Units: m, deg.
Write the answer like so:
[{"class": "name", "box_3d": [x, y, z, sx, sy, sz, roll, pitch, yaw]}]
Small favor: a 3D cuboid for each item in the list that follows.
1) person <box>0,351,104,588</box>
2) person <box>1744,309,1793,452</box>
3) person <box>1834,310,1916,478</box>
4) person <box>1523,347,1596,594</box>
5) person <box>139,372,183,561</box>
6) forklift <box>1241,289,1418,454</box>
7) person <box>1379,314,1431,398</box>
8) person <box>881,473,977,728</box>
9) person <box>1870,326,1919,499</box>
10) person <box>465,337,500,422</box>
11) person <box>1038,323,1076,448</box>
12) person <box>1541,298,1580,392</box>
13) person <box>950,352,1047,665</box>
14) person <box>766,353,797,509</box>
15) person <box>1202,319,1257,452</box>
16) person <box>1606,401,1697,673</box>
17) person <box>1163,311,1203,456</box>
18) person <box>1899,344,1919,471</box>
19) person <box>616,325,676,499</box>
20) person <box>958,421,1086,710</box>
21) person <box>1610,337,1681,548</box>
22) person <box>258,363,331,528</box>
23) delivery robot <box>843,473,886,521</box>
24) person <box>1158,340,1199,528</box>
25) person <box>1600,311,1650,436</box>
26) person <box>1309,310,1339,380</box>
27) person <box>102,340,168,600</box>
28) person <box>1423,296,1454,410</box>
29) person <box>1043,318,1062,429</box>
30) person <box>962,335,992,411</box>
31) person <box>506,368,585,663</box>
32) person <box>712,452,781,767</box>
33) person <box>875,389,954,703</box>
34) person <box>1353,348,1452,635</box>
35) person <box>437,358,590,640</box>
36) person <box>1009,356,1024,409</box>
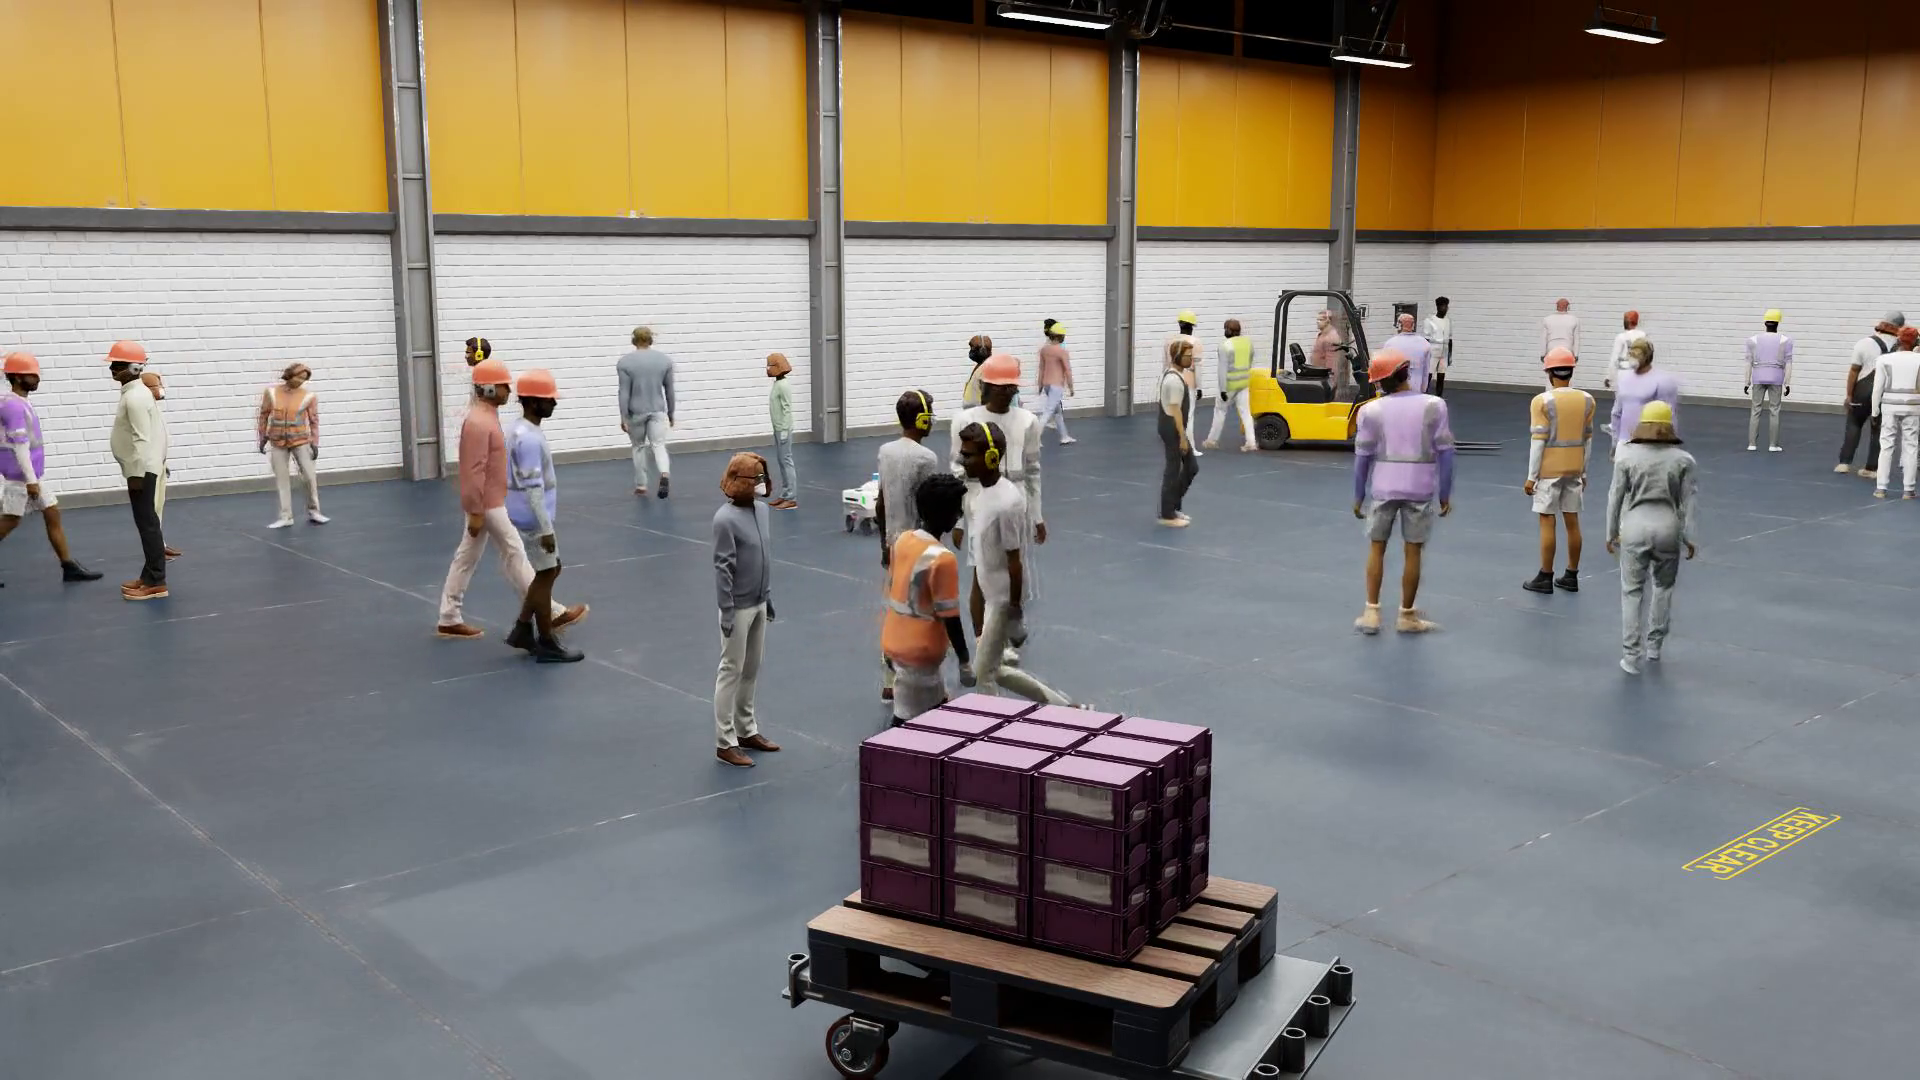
[{"class": "person", "box_3d": [-7.491, -0.553, 13.229, 0.984, 1.896, 0.562, -4, 10, -21]}, {"class": "person", "box_3d": [10.893, -2.146, 22.431, 0.585, 1.928, 0.369, 6, 12, 32]}, {"class": "person", "box_3d": [10.928, -1.757, 19.826, 0.744, 2.000, 0.566, 2, 10, 14]}, {"class": "person", "box_3d": [4.667, -0.541, 13.033, 0.547, 1.928, 0.385, -3, 10, -15]}, {"class": "person", "box_3d": [-6.988, -0.635, 14.440, 0.284, 1.636, 0.497, -2, 10, -11]}, {"class": "forklift", "box_3d": [5.034, -2.339, 22.783, 2.313, 2.155, 1.214, 3, 10, 16]}, {"class": "person", "box_3d": [5.693, -1.947, 21.359, 0.652, 1.904, 0.399, -2, 10, -12]}, {"class": "person", "box_3d": [-0.090, 0.518, 7.595, 0.771, 1.655, 0.541, -3, 10, -19]}, {"class": "person", "box_3d": [10.251, -1.386, 18.112, 0.586, 1.882, 0.341, 5, 11, 27]}, {"class": "person", "box_3d": [-4.558, -0.994, 15.875, 0.328, 1.867, 0.514, -4, 10, -20]}, {"class": "person", "box_3d": [1.288, -2.142, 23.038, 0.943, 1.718, 0.532, -8, 13, -41]}, {"class": "person", "box_3d": [10.445, -3.248, 28.951, 0.645, 1.907, 0.400, 4, 11, 24]}, {"class": "person", "box_3d": [0.244, -0.182, 10.633, 0.621, 2.040, 0.423, -4, 11, -23]}, {"class": "person", "box_3d": [-1.874, -1.136, 17.383, 0.282, 1.631, 0.504, -3, 10, -15]}, {"class": "person", "box_3d": [3.700, -2.089, 22.515, 0.633, 1.799, 0.925, -5, 11, -29]}, {"class": "person", "box_3d": [4.393, -0.022, 10.592, 0.523, 1.712, 0.510, 3, 10, 17]}, {"class": "person", "box_3d": [2.950, -2.054, 21.929, 0.587, 1.916, 0.392, 9, 13, 42]}, {"class": "person", "box_3d": [11.703, -1.628, 20.333, 0.614, 1.613, 0.334, -9, 13, -42]}, {"class": "person", "box_3d": [-3.361, -1.370, 17.993, 0.648, 1.910, 0.870, -4, 11, -25]}, {"class": "person", "box_3d": [0.279, 0.306, 8.340, 0.673, 1.838, 0.550, -1, 10, -9]}, {"class": "person", "box_3d": [6.227, -0.876, 15.050, 0.615, 1.924, 0.642, -5, 11, -26]}, {"class": "person", "box_3d": [-6.494, -0.915, 16.174, 0.606, 1.611, 0.334, -2, 10, -12]}, {"class": "delivery robot", "box_3d": [-0.778, -0.395, 15.925, 0.477, 0.478, 0.707, 9, 14, 44]}, {"class": "person", "box_3d": [2.144, -1.016, 16.095, 0.461, 1.831, 0.556, 2, 10, 10]}, {"class": "person", "box_3d": [9.530, -2.364, 23.938, 0.611, 1.843, 0.924, -4, 11, -24]}, {"class": "person", "box_3d": [5.257, -2.381, 23.962, 0.869, 1.876, 0.654, 1, 10, 9]}, {"class": "person", "box_3d": [-6.354, -0.544, 12.850, 0.373, 1.997, 0.619, -5, 11, -26]}, {"class": "person", "box_3d": [8.184, -3.189, 28.479, 0.602, 1.958, 0.387, -4, 10, -20]}, {"class": "person", "box_3d": [1.416, -2.544, 25.468, 0.321, 1.690, 0.536, -2, 10, -13]}, {"class": "person", "box_3d": [0.238, -1.200, 17.192, 0.430, 1.835, 0.621, -1, 10, -8]}, {"class": "person", "box_3d": [-2.701, -0.151, 10.751, 0.431, 1.927, 0.593, -3, 10, -16]}, {"class": "person", "box_3d": [-1.117, 0.349, 8.684, 0.268, 1.632, 0.507, 4, 10, 21]}, {"class": "person", "box_3d": [-0.279, 0.058, 9.725, 0.310, 1.861, 0.533, -9, 13, -41]}, {"class": "person", "box_3d": [3.052, -0.313, 11.525, 0.663, 1.999, 0.425, 3, 10, 17]}, {"class": "person", "box_3d": [-3.135, -0.272, 11.417, 1.057, 1.932, 0.615, -3, 10, -16]}, {"class": "person", "box_3d": [0.474, -1.024, 16.714, 0.310, 1.636, 0.523, -2, 10, -11]}]
